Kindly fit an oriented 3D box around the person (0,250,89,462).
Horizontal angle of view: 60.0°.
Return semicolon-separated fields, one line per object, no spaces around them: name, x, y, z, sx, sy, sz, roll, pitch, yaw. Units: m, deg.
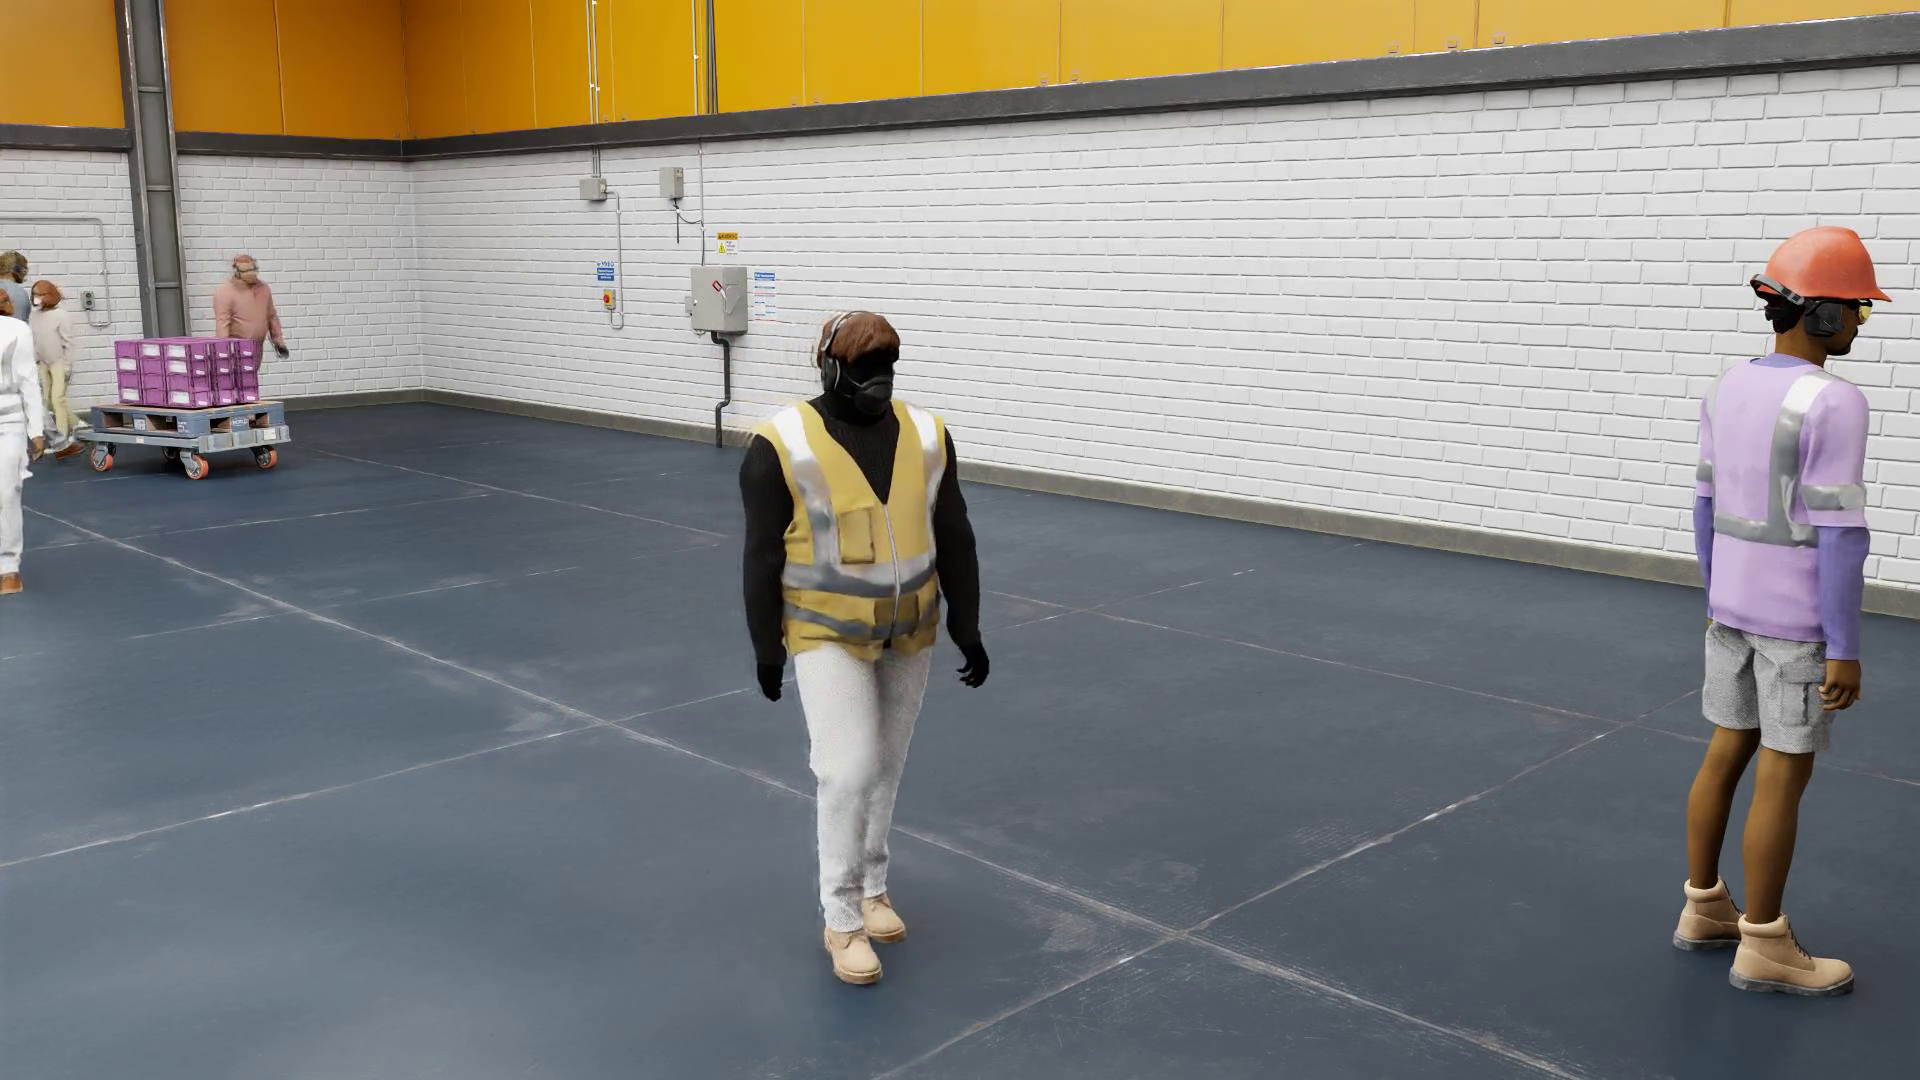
person;-8.240;-1.575;14.551;0.657;1.875;1.020;5;12;27

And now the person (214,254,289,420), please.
person;-6.993;-1.885;16.401;0.888;1.844;0.717;3;11;15

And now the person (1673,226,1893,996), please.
person;2.224;0.194;4.481;0.373;2.042;0.614;-1;10;-8

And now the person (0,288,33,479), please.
person;-7.848;-1.262;13.596;0.503;1.615;0.640;-2;11;-11

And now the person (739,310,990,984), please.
person;-0.233;0.288;4.586;0.638;1.821;0.662;-7;12;-32

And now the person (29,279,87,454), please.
person;-8.464;-1.631;15.589;0.516;1.615;0.530;4;11;20

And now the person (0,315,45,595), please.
person;-5.441;-0.597;9.290;0.580;1.870;0.526;-5;12;-26
